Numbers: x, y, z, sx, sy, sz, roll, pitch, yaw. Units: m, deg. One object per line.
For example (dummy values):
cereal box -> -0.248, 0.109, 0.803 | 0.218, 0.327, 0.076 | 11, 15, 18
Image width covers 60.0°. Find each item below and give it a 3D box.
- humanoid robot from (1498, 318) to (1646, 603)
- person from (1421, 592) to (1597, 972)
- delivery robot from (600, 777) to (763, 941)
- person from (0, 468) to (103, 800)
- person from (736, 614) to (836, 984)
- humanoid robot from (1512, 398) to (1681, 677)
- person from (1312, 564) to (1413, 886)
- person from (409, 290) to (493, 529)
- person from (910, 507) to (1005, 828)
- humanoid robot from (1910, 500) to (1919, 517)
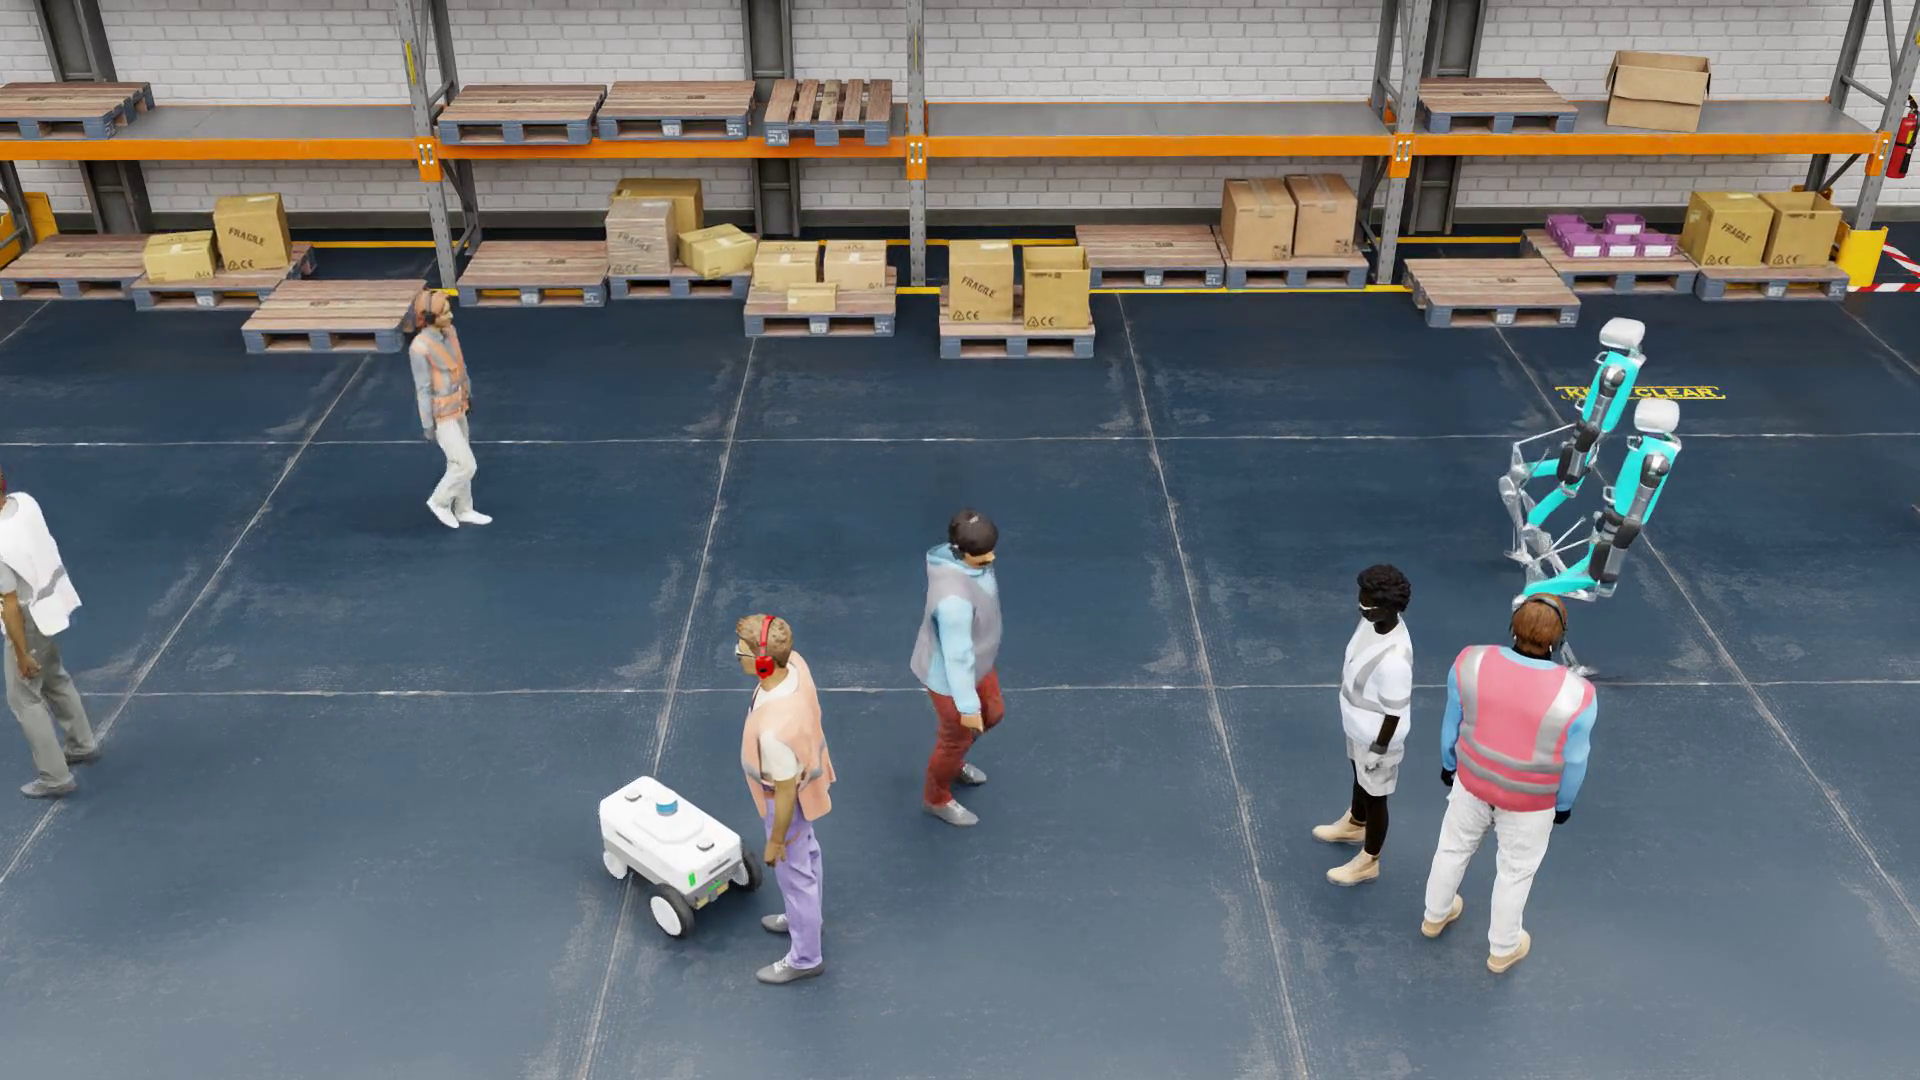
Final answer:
humanoid robot -> 3.530, -0.507, 9.839 | 0.865, 1.779, 0.530 | 18, 35, 27
person -> 2.358, 1.035, 7.178 | 0.620, 1.837, 0.431 | 23, 38, 34
delivery robot -> -1.324, 1.446, 7.744 | 0.804, 0.614, 0.499 | 25, 39, 35
person -> -4.613, 0.415, 8.211 | 0.505, 1.814, 0.585 | -4, 31, -6
person -> -0.726, 1.104, 7.041 | 0.395, 1.846, 0.563 | 1, 31, 1
humanoid robot -> 3.314, 0.036, 8.913 | 0.751, 1.758, 0.536 | 10, 32, 15
person -> 1.883, 0.844, 7.621 | 0.322, 1.691, 0.534 | 1, 31, 1
person -> -3.183, -0.793, 10.403 | 0.382, 1.623, 0.547 | 3, 31, 6
person -> -0.008, 0.615, 7.857 | 0.438, 1.846, 0.592 | 7, 32, 11
humanoid robot -> 6.333, -0.760, 10.310 | 0.361, 1.652, 0.588 | 18, 35, 27
